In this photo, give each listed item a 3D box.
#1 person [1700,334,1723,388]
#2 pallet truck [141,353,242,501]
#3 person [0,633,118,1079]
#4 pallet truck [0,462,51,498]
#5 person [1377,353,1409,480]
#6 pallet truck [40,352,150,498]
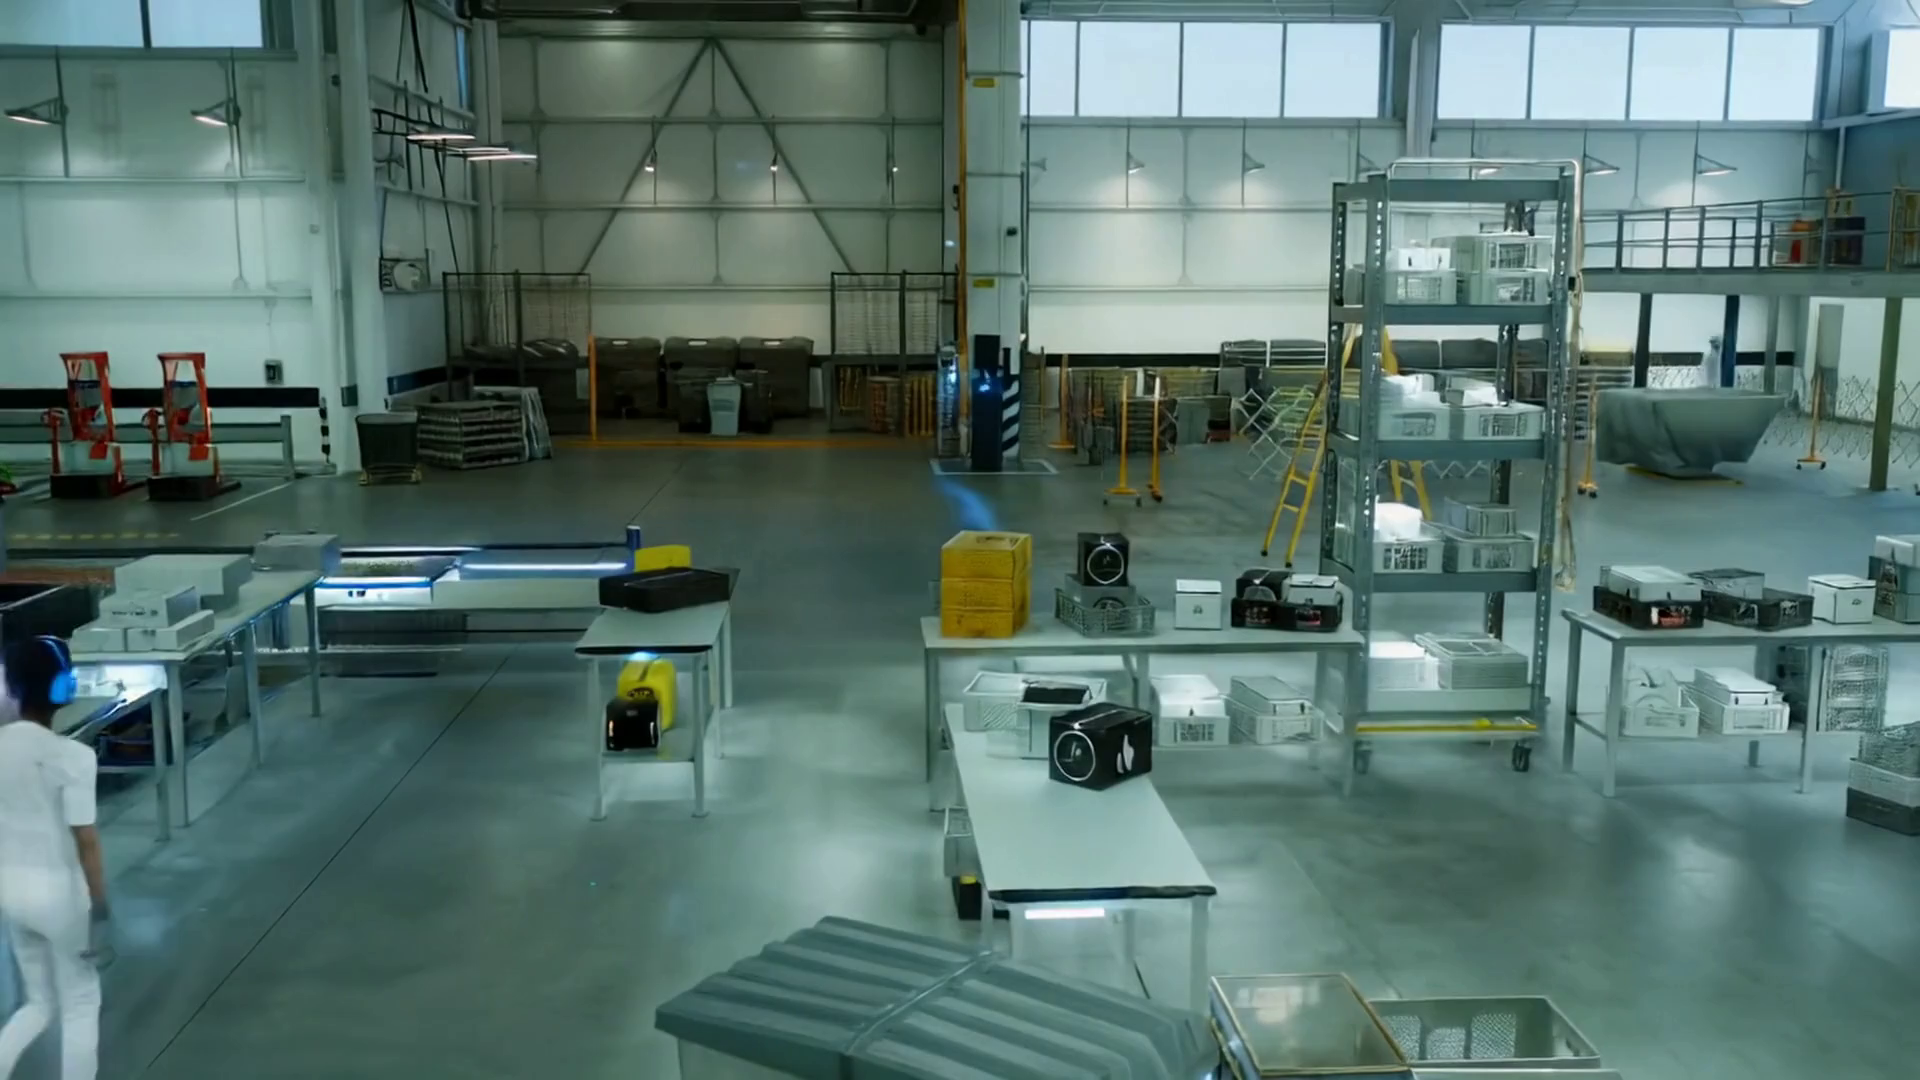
[{"bbox_3d":[14.605,-3.084,32.494,0.609,1.905,0.577,-5,11,-31],"label":"person"},{"bbox_3d":[-10.520,-1.604,22.925,0.823,1.965,1.885,-1,9,-6],"label":"pallet truck"},{"bbox_3d":[-3.085,1.244,5.506,0.542,1.846,0.623,2,9,13],"label":"person"},{"bbox_3d":[-13.193,-1.293,23.148,0.653,1.274,1.630,-1,9,-4],"label":"pallet truck"},{"bbox_3d":[6.395,-1.815,24.608,0.574,1.883,0.355,-1,9,-4],"label":"person"},{"bbox_3d":[-11.907,-1.642,23.165,0.823,1.965,1.885,0,9,0],"label":"pallet truck"}]
